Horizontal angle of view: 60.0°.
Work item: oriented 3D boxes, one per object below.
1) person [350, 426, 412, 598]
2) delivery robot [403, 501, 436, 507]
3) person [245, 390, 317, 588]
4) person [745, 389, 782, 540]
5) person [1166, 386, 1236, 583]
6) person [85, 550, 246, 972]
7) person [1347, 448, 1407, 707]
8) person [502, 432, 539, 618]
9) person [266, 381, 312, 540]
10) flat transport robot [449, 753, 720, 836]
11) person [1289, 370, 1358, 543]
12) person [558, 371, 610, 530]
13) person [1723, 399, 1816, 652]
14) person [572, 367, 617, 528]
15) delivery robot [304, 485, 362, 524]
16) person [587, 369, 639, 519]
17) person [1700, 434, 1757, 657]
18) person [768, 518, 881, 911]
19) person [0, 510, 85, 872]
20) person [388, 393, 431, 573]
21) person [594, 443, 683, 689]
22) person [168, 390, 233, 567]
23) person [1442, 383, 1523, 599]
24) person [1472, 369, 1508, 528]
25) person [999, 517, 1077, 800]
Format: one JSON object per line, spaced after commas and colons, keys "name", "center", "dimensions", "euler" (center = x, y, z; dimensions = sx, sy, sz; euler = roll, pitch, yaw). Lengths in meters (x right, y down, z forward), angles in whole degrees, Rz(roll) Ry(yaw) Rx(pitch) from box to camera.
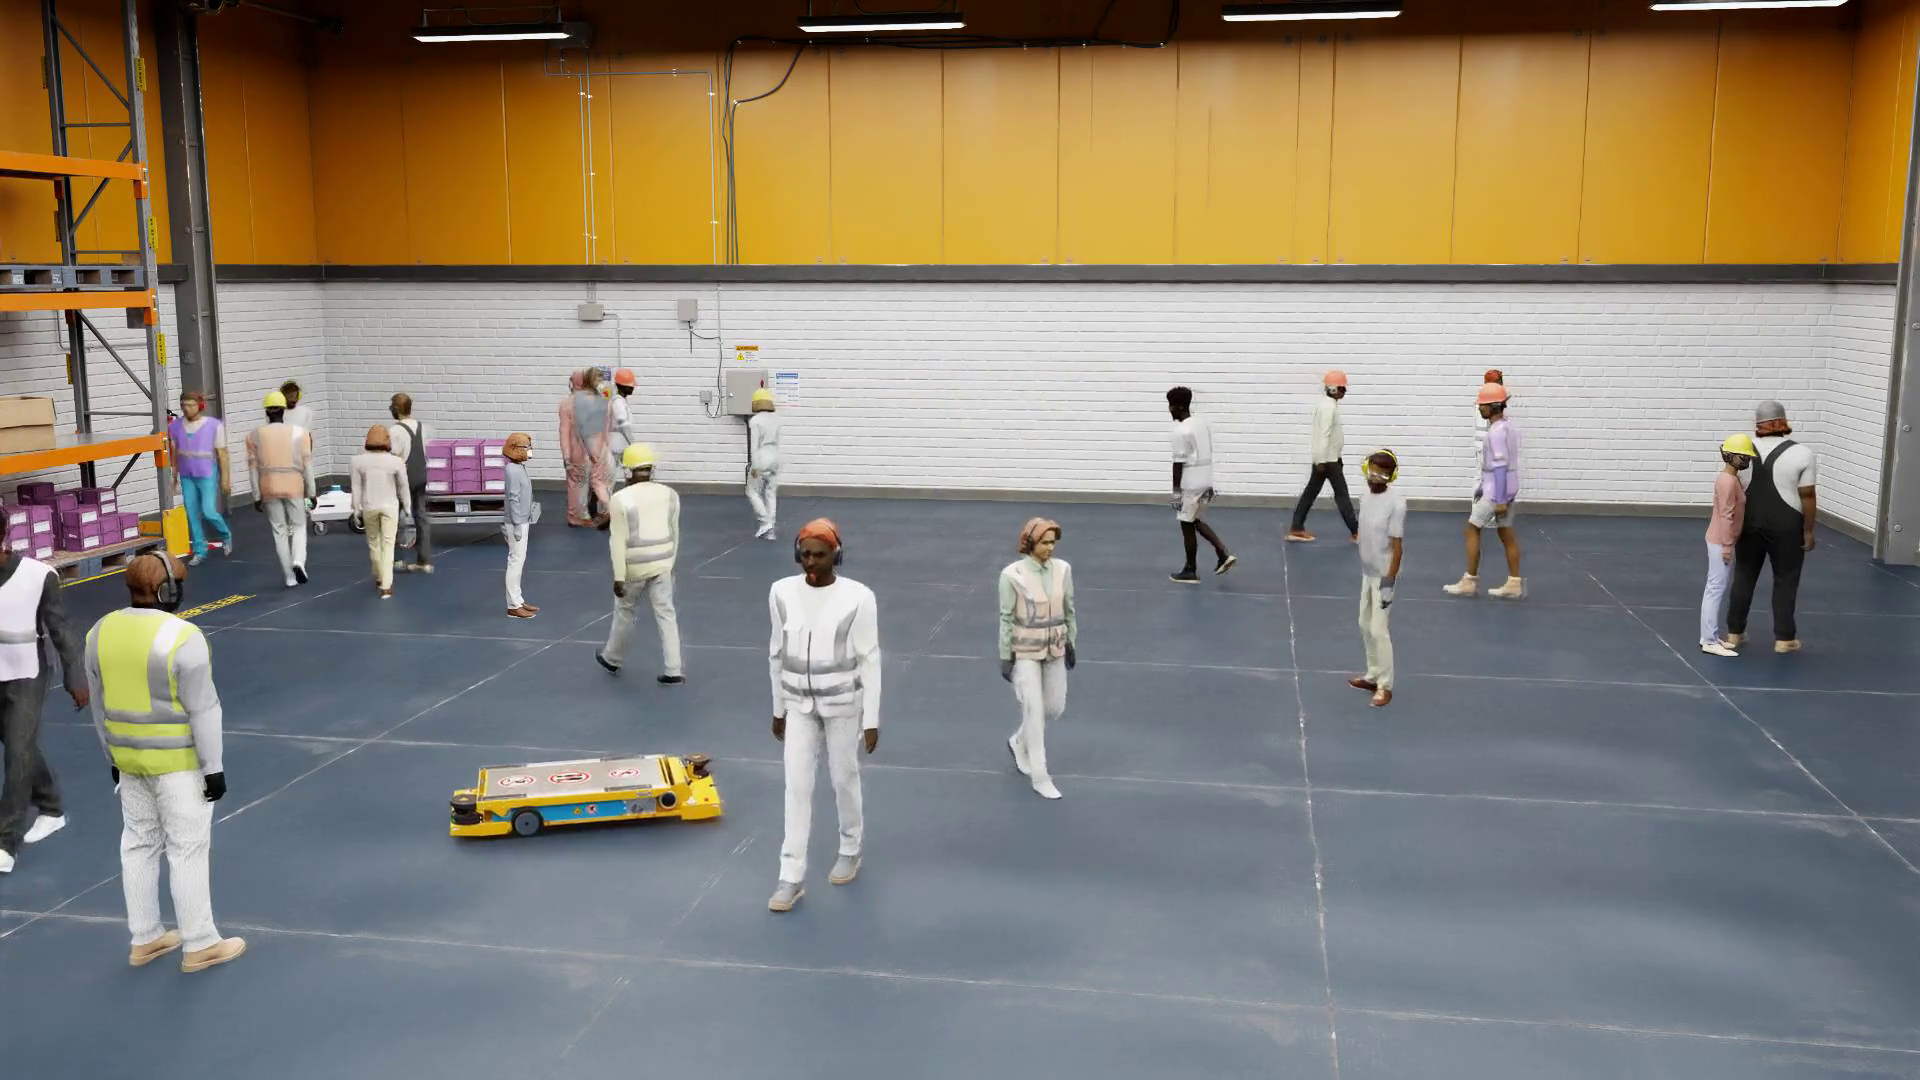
{"name": "person", "center": [-5.452, -0.284, 15.714], "dimensions": [0.510, 1.590, 0.764], "euler": [-1, 9, -8]}
{"name": "delivery robot", "center": [-6.570, -0.444, 19.632], "dimensions": [0.707, 0.478, 0.477], "euler": [-7, 11, -37]}
{"name": "person", "center": [-6.492, -0.476, 15.925], "dimensions": [0.609, 1.901, 0.486], "euler": [-3, 10, -19]}
{"name": "person", "center": [-2.233, -0.857, 18.902], "dimensions": [0.422, 1.707, 0.520], "euler": [8, 12, 41]}
{"name": "person", "center": [2.279, -0.524, 16.142], "dimensions": [0.635, 1.937, 0.624], "euler": [6, 11, 34]}
{"name": "person", "center": [-3.454, 0.958, 7.250], "dimensions": [0.633, 1.839, 0.429], "euler": [3, 10, 20]}
{"name": "person", "center": [2.920, 0.246, 11.708], "dimensions": [0.433, 1.829, 0.687], "euler": [-3, 10, -16]}
{"name": "person", "center": [-3.886, -0.137, 14.677], "dimensions": [0.268, 1.632, 0.507], "euler": [-1, 9, -8]}
{"name": "person", "center": [-7.537, -0.861, 18.614], "dimensions": [0.590, 1.818, 0.882], "euler": [-3, 10, -20]}
{"name": "flat transport robot", "center": [-2.094, 1.410, 9.295], "dimensions": [1.431, 0.197, 0.652], "euler": [-2, 9, -14]}
{"name": "person", "center": [4.182, -0.926, 18.623], "dimensions": [1.011, 1.937, 0.644], "euler": [1, 9, 8]}
{"name": "person", "center": [-4.397, -1.044, 19.581], "dimensions": [0.655, 1.877, 0.840], "euler": [-7, 11, -36]}
{"name": "person", "center": [6.526, -0.133, 13.393], "dimensions": [0.535, 2.000, 0.695], "euler": [-9, 13, -44]}
{"name": "person", "center": [-4.318, -1.081, 19.656], "dimensions": [0.588, 1.916, 0.633], "euler": [4, 10, 24]}
{"name": "delivery robot", "center": [-7.235, -0.393, 19.313], "dimensions": [0.707, 0.478, 0.477], "euler": [-4, 10, -24]}
{"name": "person", "center": [-4.113, -1.146, 20.255], "dimensions": [1.071, 1.871, 0.545], "euler": [-1, 9, -4]}
{"name": "person", "center": [6.105, 0.032, 13.231], "dimensions": [0.329, 1.765, 0.526], "euler": [4, 10, 24]}
{"name": "person", "center": [-0.670, 0.817, 8.083], "dimensions": [0.605, 1.874, 0.651], "euler": [3, 10, 17]}
{"name": "person", "center": [-4.922, 0.734, 8.558], "dimensions": [0.644, 1.860, 0.992], "euler": [1, 9, 3]}
{"name": "person", "center": [-5.638, -0.577, 16.817], "dimensions": [0.705, 1.818, 0.514], "euler": [6, 11, 31]}
{"name": "person", "center": [-2.359, 0.178, 12.258], "dimensions": [0.619, 1.779, 0.932], "euler": [-8, 12, -40]}
{"name": "person", "center": [-7.881, -0.649, 17.272], "dimensions": [0.572, 1.826, 0.490], "euler": [1, 9, 4]}
{"name": "person", "center": [4.879, -0.453, 15.469], "dimensions": [0.855, 2.009, 0.623], "euler": [5, 10, 29]}
{"name": "person", "center": [6.308, -1.082, 19.765], "dimensions": [0.346, 1.884, 0.584], "euler": [-2, 9, -15]}
{"name": "person", "center": [0.436, 0.661, 9.755], "dimensions": [0.534, 1.620, 0.611], "euler": [-6, 11, -33]}
